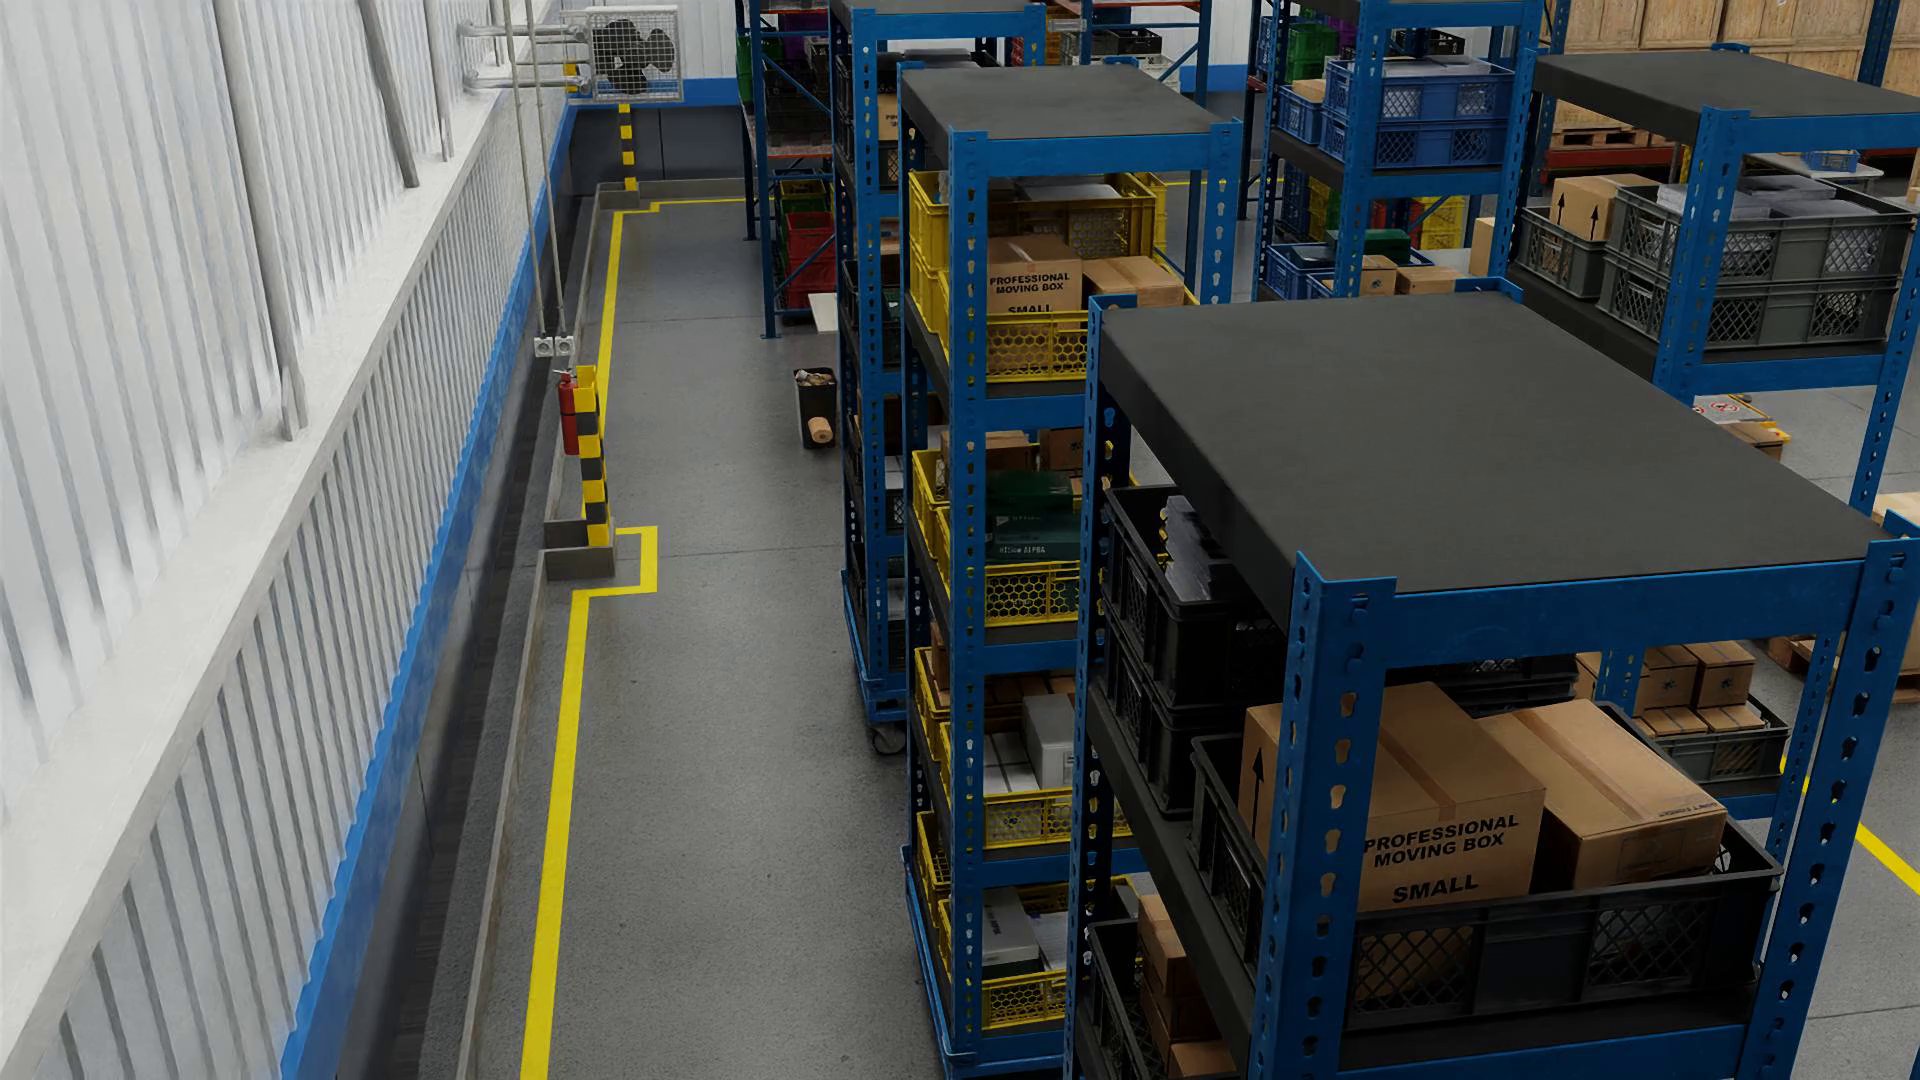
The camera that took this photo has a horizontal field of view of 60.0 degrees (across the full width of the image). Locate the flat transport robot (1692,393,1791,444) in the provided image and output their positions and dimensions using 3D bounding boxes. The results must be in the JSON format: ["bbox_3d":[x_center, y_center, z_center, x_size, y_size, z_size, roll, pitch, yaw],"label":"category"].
[{"bbox_3d":[5.224,-0.859,12.132,1.431,0.197,0.652,-4,25,-8],"label":"flat transport robot"}]

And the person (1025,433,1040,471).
[{"bbox_3d":[0.280,-1.278,11.171,0.685,1.859,0.583,-2,25,-5],"label":"person"}]
